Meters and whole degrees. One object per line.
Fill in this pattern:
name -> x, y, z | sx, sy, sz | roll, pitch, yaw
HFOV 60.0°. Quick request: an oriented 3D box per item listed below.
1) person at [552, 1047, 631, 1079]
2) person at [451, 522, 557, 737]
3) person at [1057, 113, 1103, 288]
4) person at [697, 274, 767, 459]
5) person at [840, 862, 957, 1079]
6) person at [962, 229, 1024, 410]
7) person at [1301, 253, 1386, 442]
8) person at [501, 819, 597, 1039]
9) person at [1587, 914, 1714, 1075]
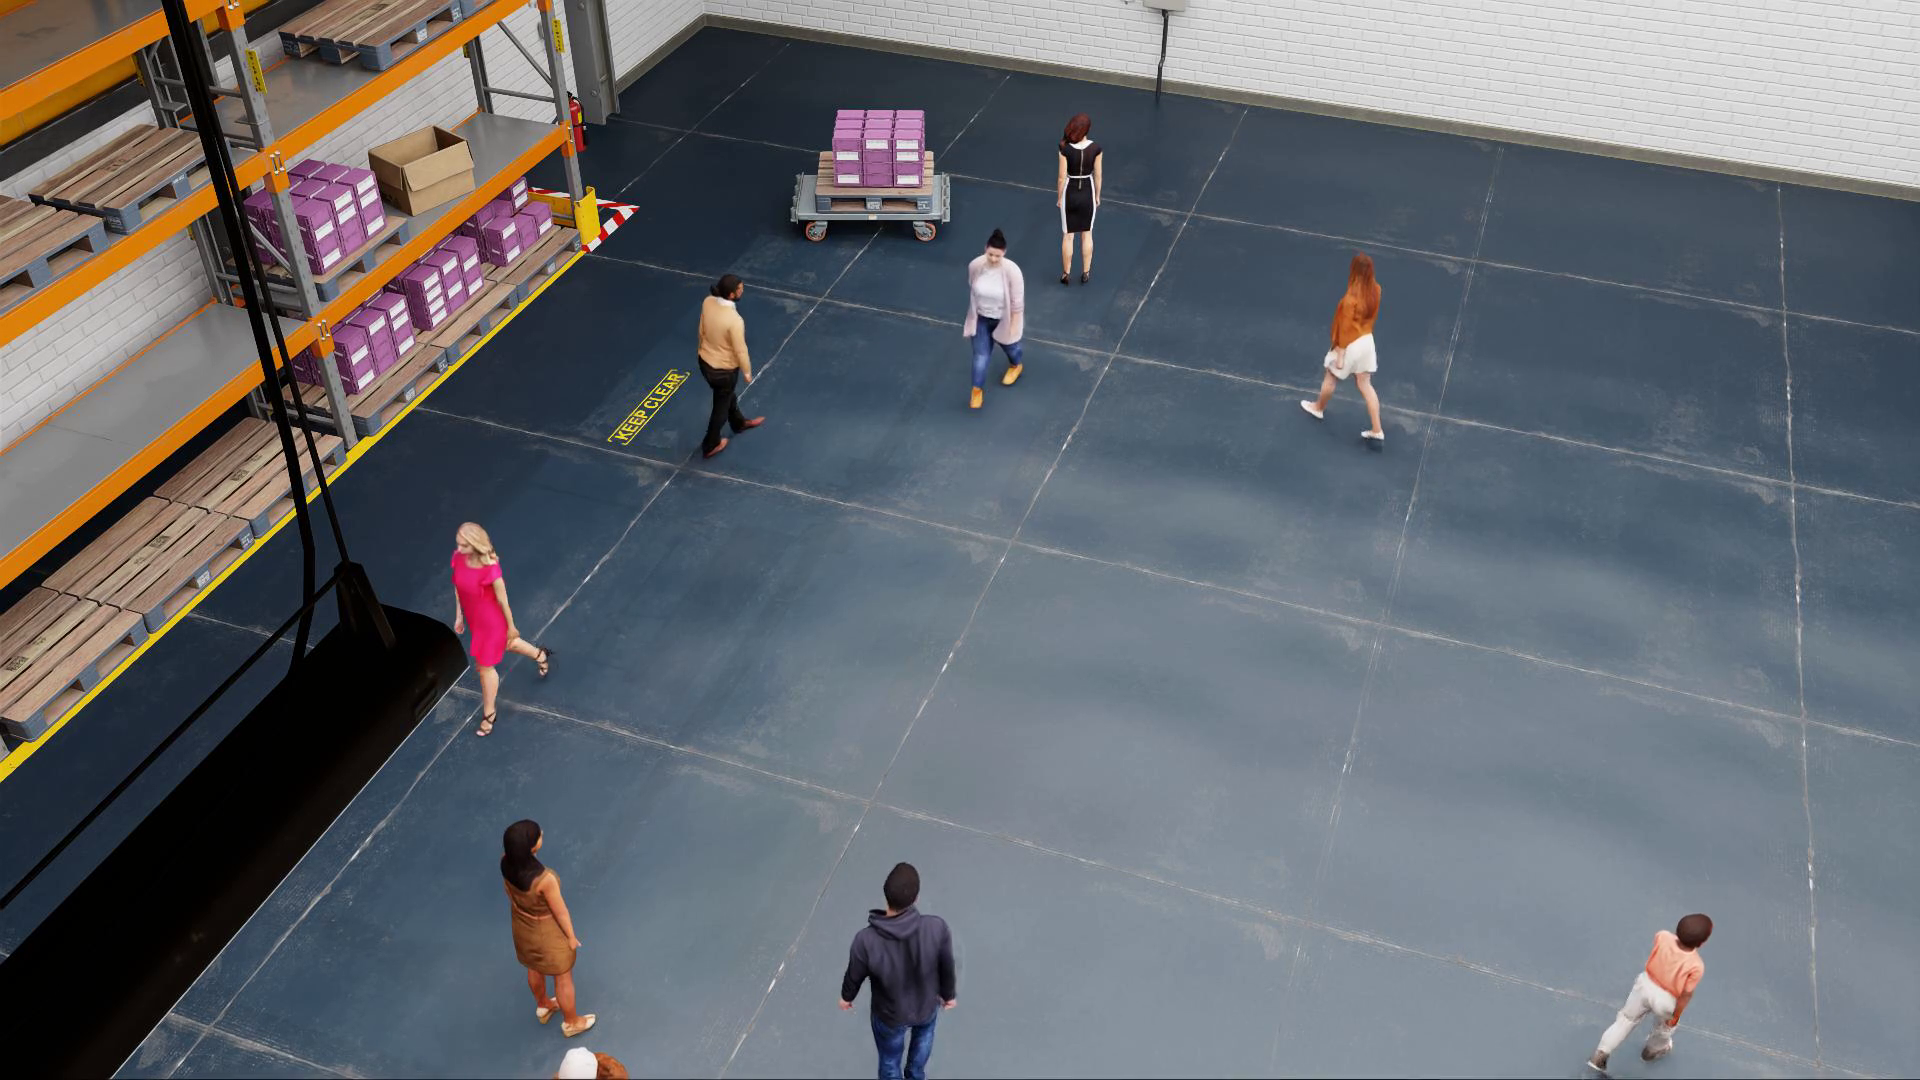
person -> -1.813, 3.073, 8.309 | 0.616, 1.633, 0.593 | 12, 40, 15
person -> -3.189, 0.515, 11.469 | 0.799, 1.687, 1.109 | 27, 46, 30
person -> 1.149, -3.287, 16.142 | 0.642, 1.796, 0.620 | -3, 39, -3
person -> -2.045, -1.403, 13.851 | 0.976, 1.711, 1.085 | 30, 47, 32
person -> -0.271, 2.502, 8.828 | 0.860, 1.878, 0.861 | -14, 41, -17
person -> 0.357, -2.019, 14.635 | 0.696, 1.695, 1.097 | 18, 42, 21
person -> 3.411, -1.589, 14.108 | 1.145, 1.682, 1.113 | -23, 44, -26
person -> -2.355, 2.186, 9.375 | 0.614, 1.688, 0.579 | 22, 44, 25
person -> 3.849, 2.538, 9.247 | 0.896, 1.299, 0.768 | -23, 44, -26
